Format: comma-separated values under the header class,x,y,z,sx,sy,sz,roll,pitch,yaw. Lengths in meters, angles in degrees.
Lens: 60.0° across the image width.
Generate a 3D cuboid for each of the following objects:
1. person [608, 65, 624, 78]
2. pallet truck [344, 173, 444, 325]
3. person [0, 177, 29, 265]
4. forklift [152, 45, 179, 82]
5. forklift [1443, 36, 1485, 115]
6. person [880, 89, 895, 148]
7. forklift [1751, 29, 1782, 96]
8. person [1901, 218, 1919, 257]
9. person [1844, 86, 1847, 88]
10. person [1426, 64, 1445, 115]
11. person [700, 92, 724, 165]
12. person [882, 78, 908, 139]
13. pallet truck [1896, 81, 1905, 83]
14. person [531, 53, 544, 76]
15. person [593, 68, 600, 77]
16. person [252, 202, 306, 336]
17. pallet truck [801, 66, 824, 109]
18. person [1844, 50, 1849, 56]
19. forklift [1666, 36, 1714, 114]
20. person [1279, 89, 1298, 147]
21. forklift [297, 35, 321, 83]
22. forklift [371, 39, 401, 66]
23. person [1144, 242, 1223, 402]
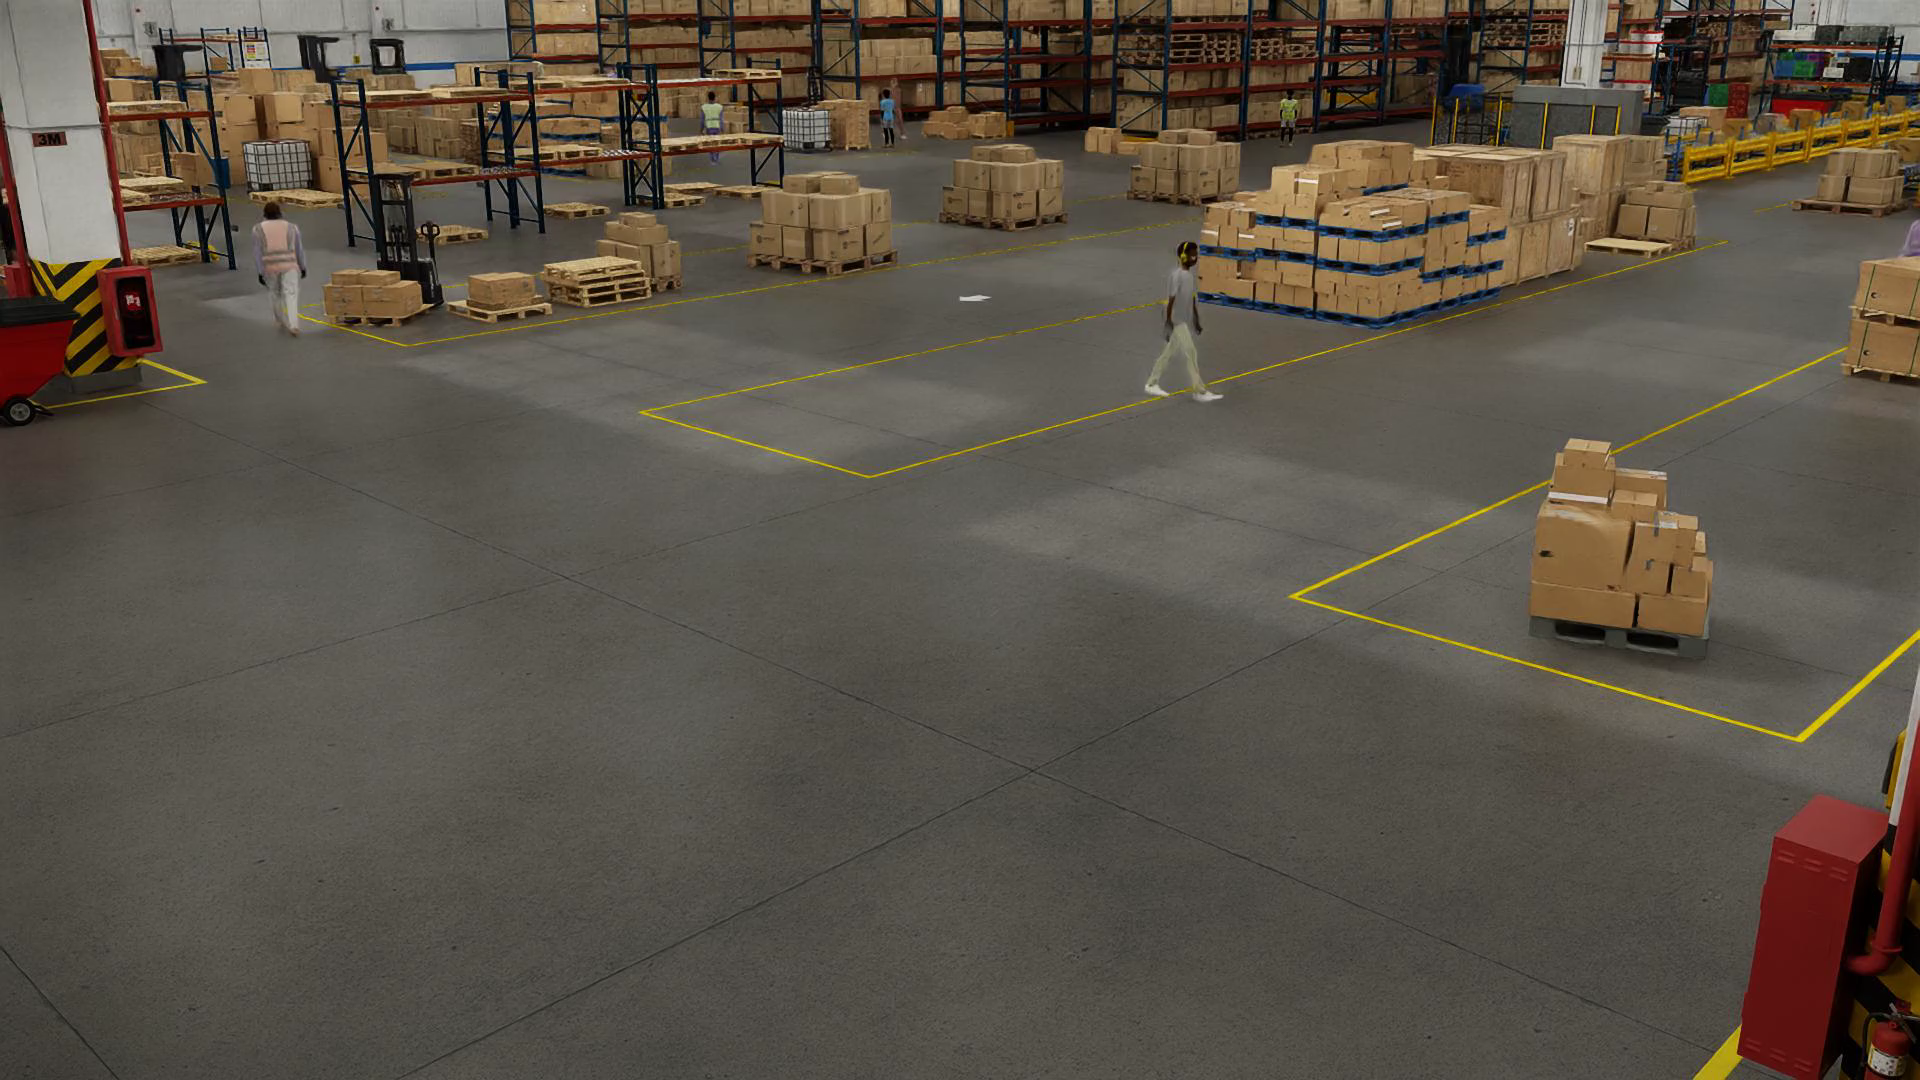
class,x,y,z,sx,sy,sz,roll,pitch,yaw
person,-12.349,-16.221,60.198,0.655,1.888,0.985,-13,22,-33
pallet truck,-8.209,-4.181,23.757,0.823,1.965,1.885,3,19,9
person,-13.639,-4.315,24.258,1.036,1.937,0.647,14,23,36
forklift,-25.011,-14.211,52.597,1.129,2.768,1.873,17,25,41
forklift,18.617,-17.393,62.185,1.873,2.768,1.129,17,25,41
person,-2.149,-12.439,49.104,0.317,1.698,0.540,16,24,40
forklift,35.305,-20.788,72.412,1.129,2.768,1.873,6,19,19
person,12.478,-3.522,21.778,0.501,1.991,0.735,8,20,23
person,32.236,-16.382,61.042,0.550,1.660,0.810,-9,21,-26
person,17.598,-16.646,61.553,1.014,1.852,0.636,16,24,40
person,-6.689,-11.075,44.723,0.596,1.881,0.932,-7,20,-20
person,-2.091,-13.550,52.205,0.976,1.865,0.657,17,25,41
pallet truck,34.802,-16.331,61.455,0.653,1.274,1.630,17,25,41
person,-17.356,-18.929,68.195,0.611,1.996,0.378,-4,19,-11
person,-13.789,-17.245,63.704,0.745,1.606,0.546,-12,22,-31
person,-9.233,-3.687,22.611,0.637,1.792,0.982,-8,20,-23
pallet truck,-4.812,-15.182,56.903,0.823,1.965,1.885,-9,21,-26
person,42.241,-22.513,79.418,0.555,1.725,0.820,-1,18,-3
forklift,27.341,-17.291,61.877,1.129,2.768,1.873,17,25,41
person,9.732,-12.505,49.311,0.532,1.695,0.319,3,19,10
forklift,-24.827,-17.852,63.566,1.129,2.768,1.873,17,25,41
forklift,-20.266,-16.362,59.080,1.129,2.768,1.873,-7,20,-20
person,2.550,-2.492,18.951,0.973,1.819,0.542,9,20,24
